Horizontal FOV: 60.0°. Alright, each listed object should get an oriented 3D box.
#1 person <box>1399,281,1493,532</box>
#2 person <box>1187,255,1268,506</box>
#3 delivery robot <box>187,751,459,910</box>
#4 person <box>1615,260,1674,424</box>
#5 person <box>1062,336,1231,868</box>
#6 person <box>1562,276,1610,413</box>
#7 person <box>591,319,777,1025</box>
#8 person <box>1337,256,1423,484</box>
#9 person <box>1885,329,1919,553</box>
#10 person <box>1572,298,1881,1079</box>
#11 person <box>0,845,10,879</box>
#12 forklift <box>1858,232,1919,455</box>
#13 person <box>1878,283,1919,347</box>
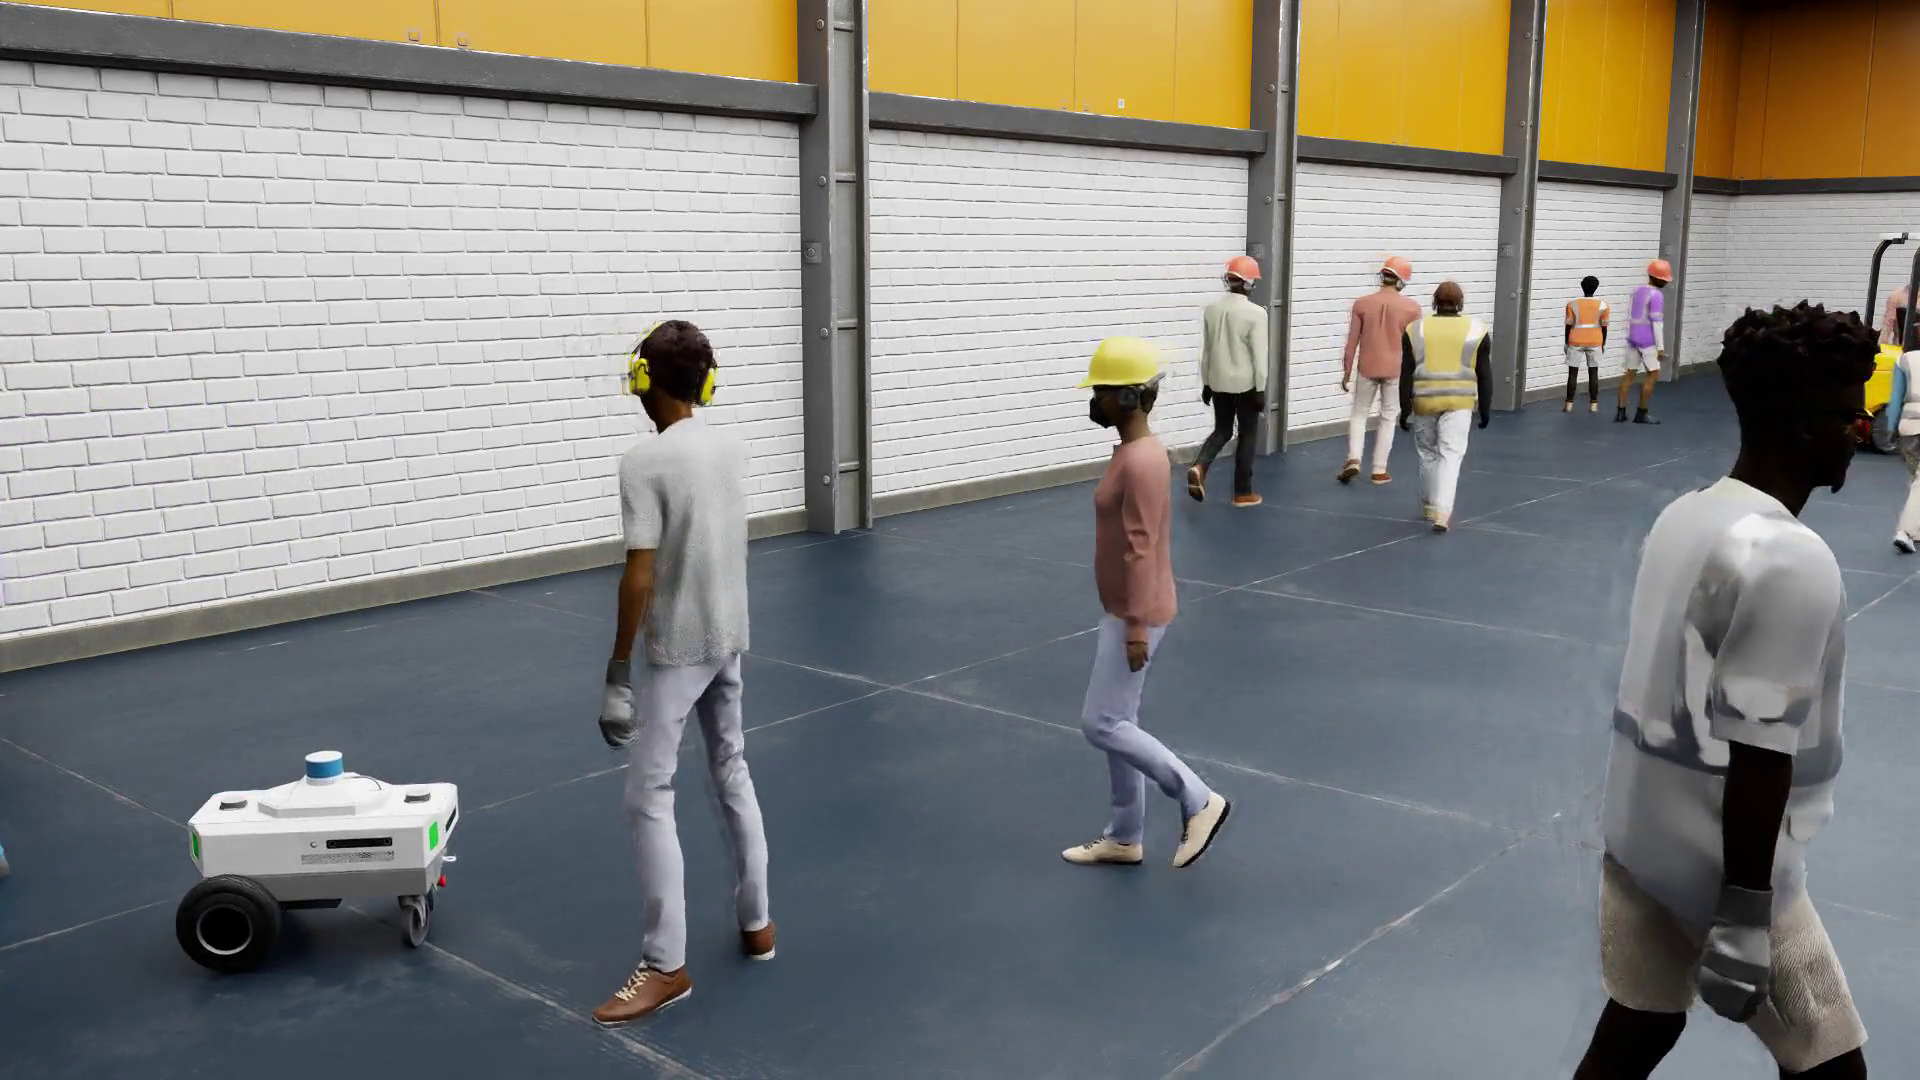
[{"bbox_3d":[3.523,-0.977,12.083,0.644,1.795,0.973,3,11,19],"label":"person"},{"bbox_3d":[2.100,-1.217,12.920,0.679,1.972,0.629,-9,14,-43],"label":"person"},{"bbox_3d":[-1.842,0.861,4.861,0.707,0.478,0.477,-1,10,-7],"label":"delivery robot"},{"bbox_3d":[7.901,-2.280,19.237,0.426,1.891,0.636,-1,10,-8],"label":"person"},{"bbox_3d":[0.582,0.229,5.322,0.465,1.750,0.537,0,10,3],"label":"person"},{"bbox_3d":[7.731,-2.412,20.553,0.529,1.690,0.321,2,10,13],"label":"person"},{"bbox_3d":[-0.781,0.342,4.507,0.326,1.853,0.715,6,12,31],"label":"person"},{"bbox_3d":[3.627,-1.444,14.279,0.659,1.956,0.616,4,11,21],"label":"person"},{"bbox_3d":[6.495,-0.727,11.184,0.849,1.600,0.503,-7,12,-35],"label":"person"},{"bbox_3d":[1.452,0.550,2.961,0.832,1.930,0.635,0,10,2],"label":"person"},{"bbox_3d":[-3.470,0.273,5.014,0.972,1.780,0.553,-8,13,-39],"label":"person"},{"bbox_3d":[9.955,-1.972,16.595,2.313,2.155,1.214,1,10,8],"label":"forklift"},{"bbox_3d":[10.461,-2.109,18.269,0.733,1.884,0.539,5,11,25],"label":"person"}]
